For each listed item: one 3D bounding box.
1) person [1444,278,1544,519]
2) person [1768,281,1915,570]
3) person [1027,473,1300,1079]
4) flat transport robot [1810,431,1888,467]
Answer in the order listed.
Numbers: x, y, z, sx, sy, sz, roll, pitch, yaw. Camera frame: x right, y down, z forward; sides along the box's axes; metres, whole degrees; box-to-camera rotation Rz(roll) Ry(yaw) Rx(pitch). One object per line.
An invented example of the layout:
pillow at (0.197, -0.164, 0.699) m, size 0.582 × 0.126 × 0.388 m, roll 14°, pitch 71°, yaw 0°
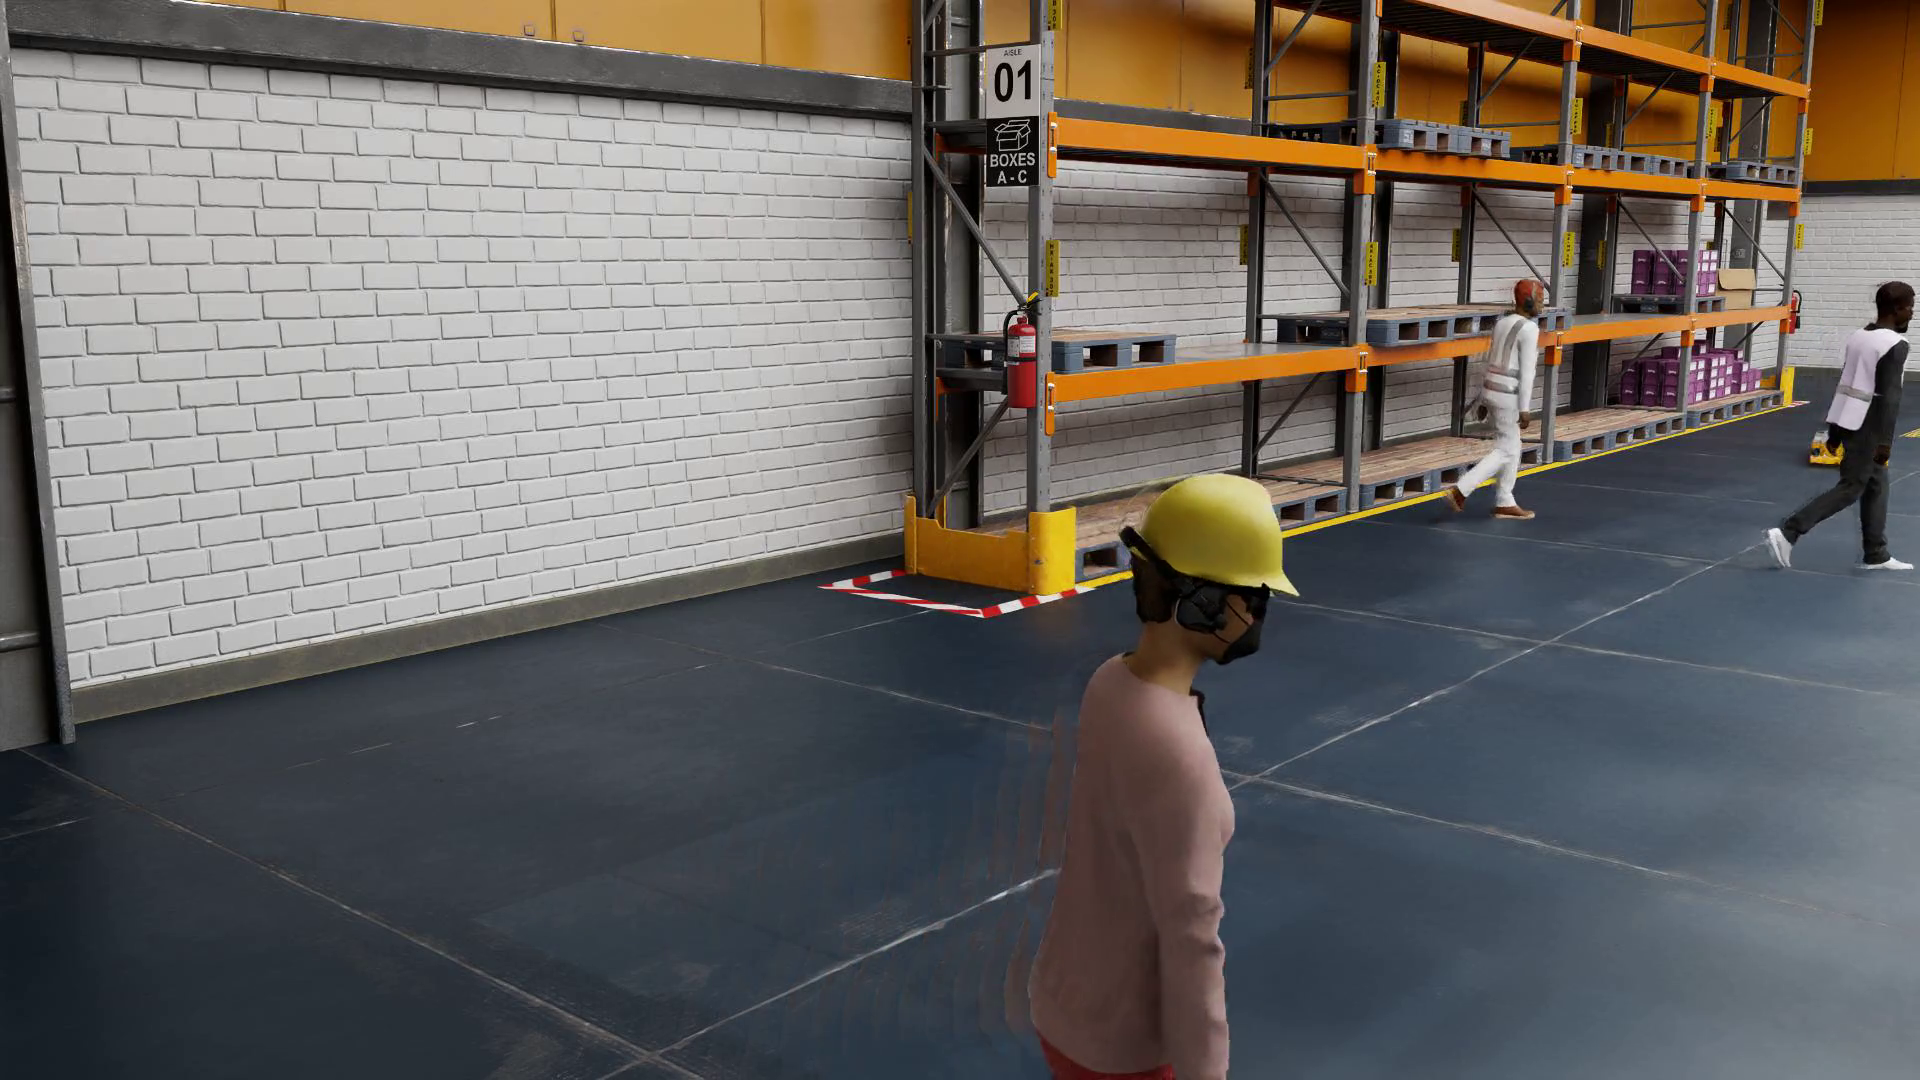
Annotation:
person at (4.051, -1.053, 12.612) m, size 0.693 × 1.856 × 0.590 m, roll 0°, pitch 10°, yaw -2°
person at (5.695, -0.711, 10.639) m, size 0.901 × 1.882 × 0.616 m, roll 1°, pitch 10°, yaw 5°
person at (0.295, 0.759, 2.632) m, size 0.433 × 1.743 × 0.529 m, roll 0°, pitch 10°, yaw -2°
flat transport robot at (8.671, -0.891, 16.188) m, size 0.652 × 0.197 × 1.431 m, roll 5°, pitch 11°, yaw 28°
